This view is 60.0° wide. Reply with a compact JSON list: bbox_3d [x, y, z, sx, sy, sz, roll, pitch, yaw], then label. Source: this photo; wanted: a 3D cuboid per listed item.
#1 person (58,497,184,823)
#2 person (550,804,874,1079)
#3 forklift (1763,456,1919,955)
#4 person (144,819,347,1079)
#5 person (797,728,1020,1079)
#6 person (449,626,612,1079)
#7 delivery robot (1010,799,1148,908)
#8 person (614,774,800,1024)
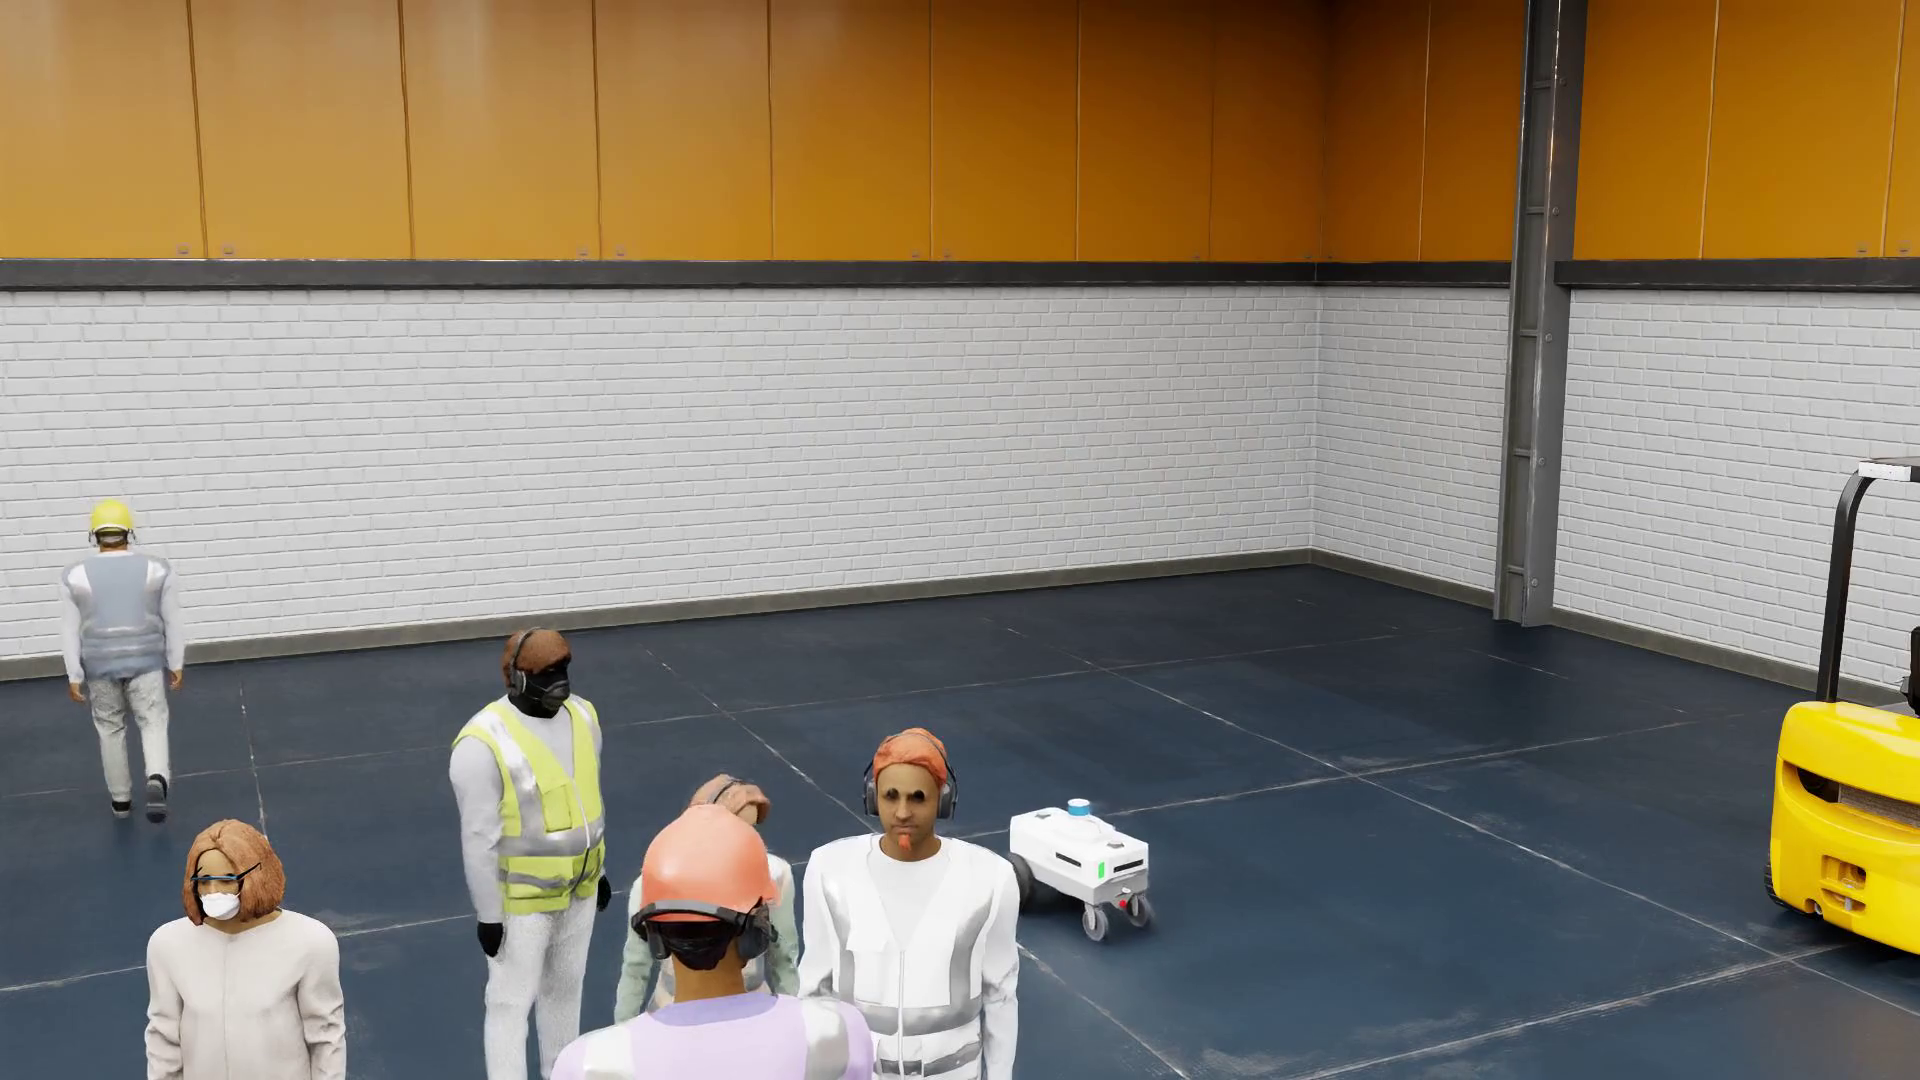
[{"bbox_3d":[-4.567,0.677,9.096,0.599,1.813,0.698,-5,11,-29],"label":"person"},{"bbox_3d":[-0.464,1.510,3.202,0.609,2.040,0.394,-3,10,-18],"label":"person"},{"bbox_3d":[4.857,0.731,7.561,2.313,2.155,1.214,-4,10,-25],"label":"forklift"},{"bbox_3d":[-1.868,1.524,4.375,0.502,1.633,0.280,-1,9,-6],"label":"person"},{"bbox_3d":[-0.137,1.410,4.305,0.575,1.884,0.355,1,9,4],"label":"person"},{"bbox_3d":[-1.437,1.201,5.738,0.428,1.841,0.632,5,11,30],"label":"person"},{"bbox_3d":[0.556,1.461,7.809,0.477,0.478,0.707,-7,11,-36],"label":"delivery robot"},{"bbox_3d":[-0.771,1.452,4.976,0.542,1.602,0.825,-5,10,-28],"label":"person"}]
